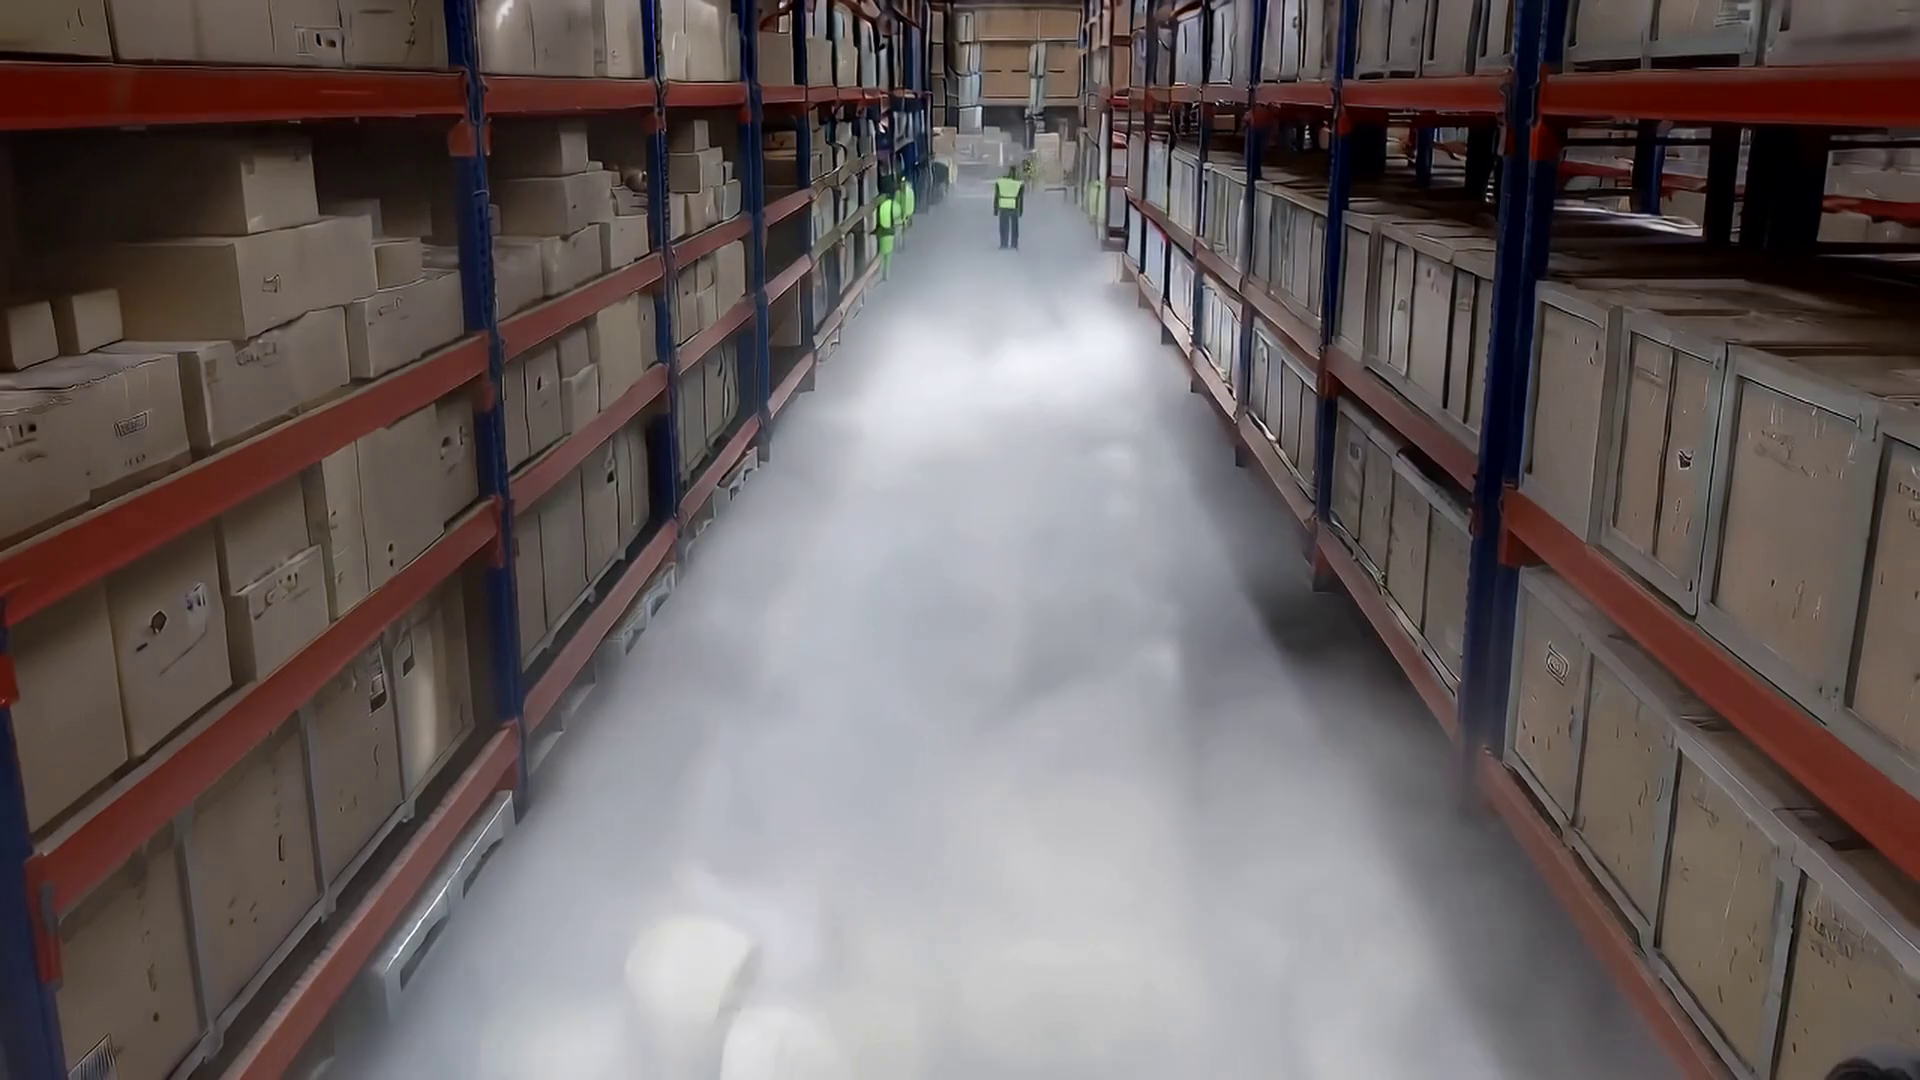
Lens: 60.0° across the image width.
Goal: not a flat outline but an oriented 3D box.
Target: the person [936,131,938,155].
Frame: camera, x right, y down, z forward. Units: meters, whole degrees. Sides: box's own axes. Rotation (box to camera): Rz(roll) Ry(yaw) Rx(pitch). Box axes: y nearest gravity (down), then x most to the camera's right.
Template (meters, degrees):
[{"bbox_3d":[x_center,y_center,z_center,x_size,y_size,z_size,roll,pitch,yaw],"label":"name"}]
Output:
[{"bbox_3d":[-0.998,-19.779,83.770,0.375,1.615,0.517,-11,19,-36],"label":"person"}]

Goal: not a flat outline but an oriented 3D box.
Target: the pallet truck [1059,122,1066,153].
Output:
[{"bbox_3d":[5.788,-21.111,88.014,1.885,1.965,0.823,5,16,18],"label":"pallet truck"}]

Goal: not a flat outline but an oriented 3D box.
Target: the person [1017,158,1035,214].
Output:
[{"bbox_3d":[1.930,-10.405,48.883,0.533,1.623,0.398,2,15,9],"label":"person"}]

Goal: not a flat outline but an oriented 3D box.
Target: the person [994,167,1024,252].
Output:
[{"bbox_3d":[1.081,-7.372,37.151,0.687,1.875,0.375,1,15,5],"label":"person"}]

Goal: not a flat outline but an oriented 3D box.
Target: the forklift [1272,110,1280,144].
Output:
[{"bbox_3d":[12.387,-15.498,65.453,1.873,2.768,1.129,-5,16,-18],"label":"forklift"}]

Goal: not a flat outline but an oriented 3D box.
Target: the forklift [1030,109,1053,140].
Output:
[{"bbox_3d":[3.441,-16.924,70.760,1.129,2.768,1.873,6,16,21],"label":"forklift"}]

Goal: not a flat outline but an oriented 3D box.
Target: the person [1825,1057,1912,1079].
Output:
[{"bbox_3d":[1.735,1.829,3.378,0.333,1.627,0.522,-14,20,-42],"label":"person"}]
